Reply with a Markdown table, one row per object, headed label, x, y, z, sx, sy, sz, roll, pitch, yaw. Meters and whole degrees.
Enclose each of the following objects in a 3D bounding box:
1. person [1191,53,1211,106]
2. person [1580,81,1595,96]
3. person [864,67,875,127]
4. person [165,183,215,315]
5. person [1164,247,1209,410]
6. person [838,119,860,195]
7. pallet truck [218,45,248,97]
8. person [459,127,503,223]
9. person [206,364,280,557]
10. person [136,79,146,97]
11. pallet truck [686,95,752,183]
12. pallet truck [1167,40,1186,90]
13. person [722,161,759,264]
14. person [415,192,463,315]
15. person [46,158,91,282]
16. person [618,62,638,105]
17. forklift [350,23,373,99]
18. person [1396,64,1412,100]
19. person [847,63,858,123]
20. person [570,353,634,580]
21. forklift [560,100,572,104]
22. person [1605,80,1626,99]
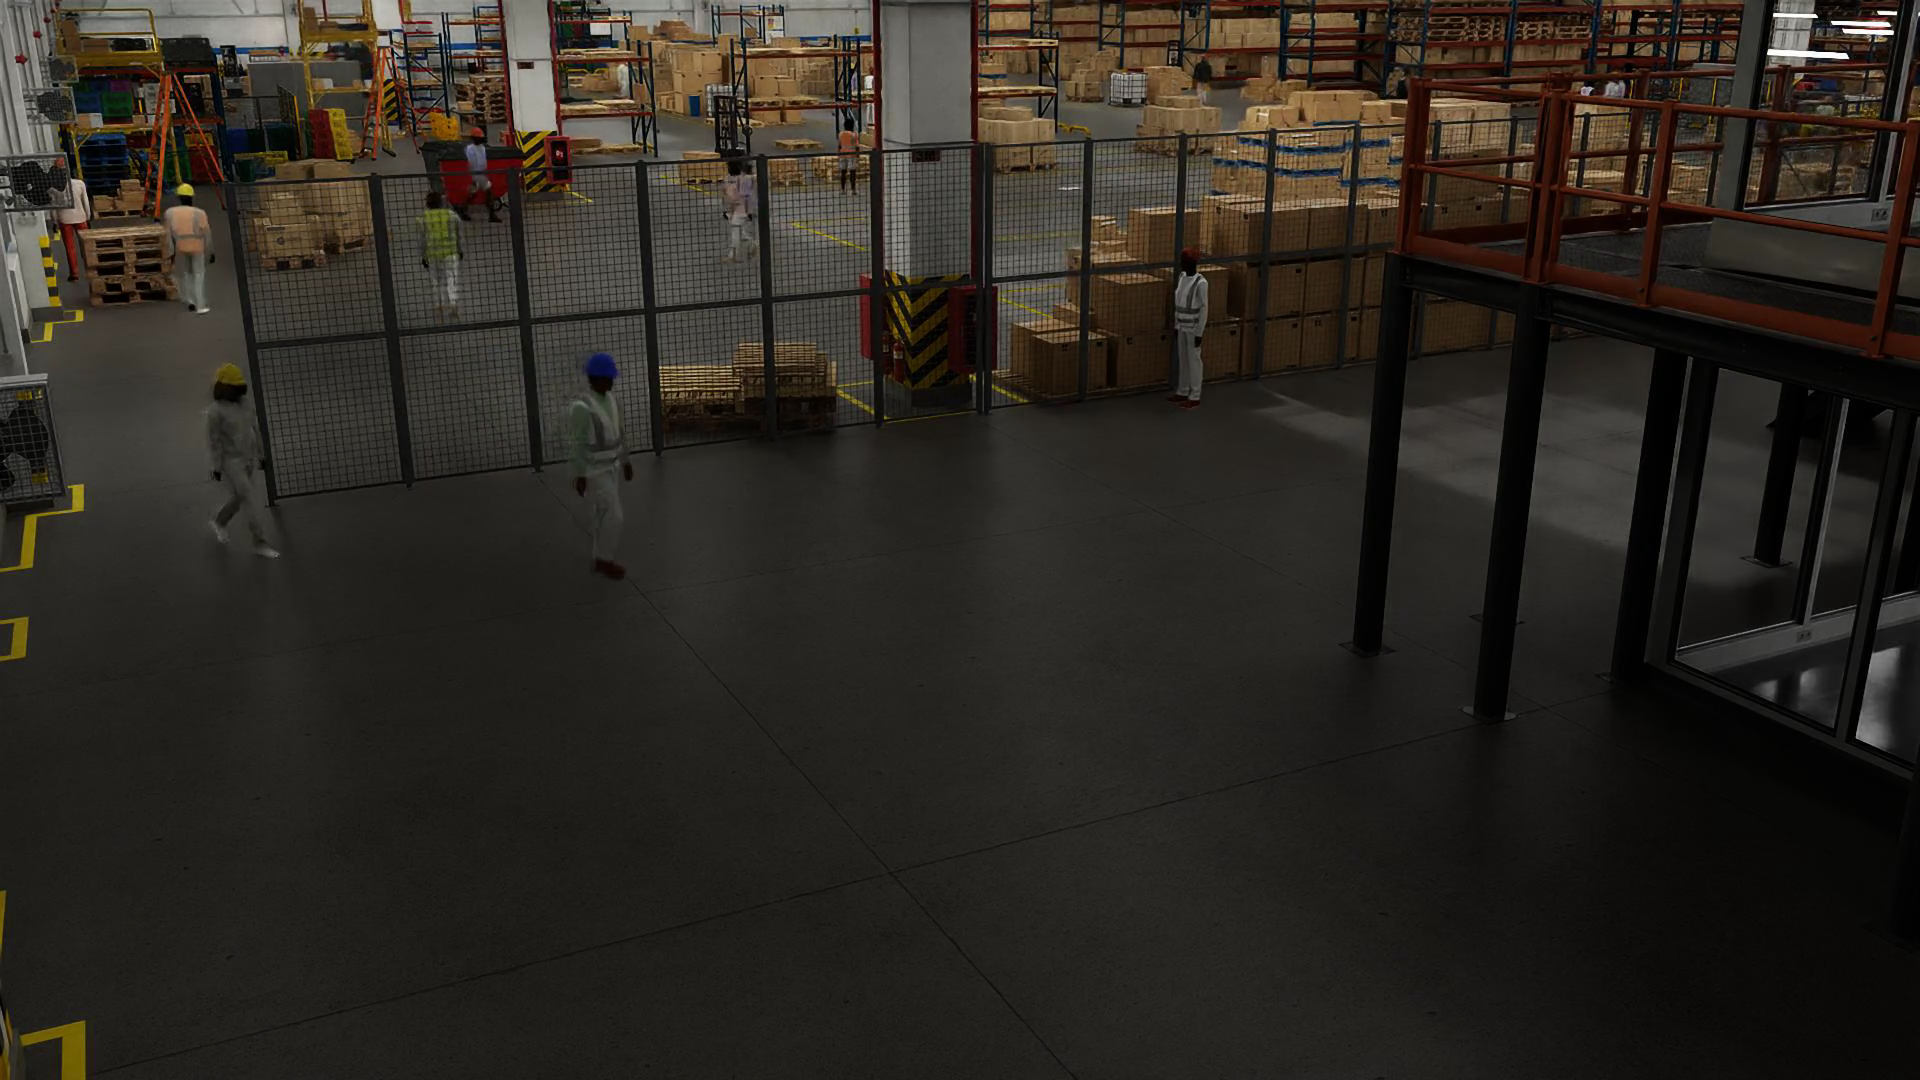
| label | x | y | z | sx | sy | sz | roll | pitch | yaw |
| --- | --- | --- | --- | --- | --- | --- | --- | --- | --- |
| person | 8.743 | -16.622 | 60.233 | 0.647 | 1.963 | 0.461 | -5 | 20 | -14 |
| person | 18.255 | -12.542 | 48.480 | 0.392 | 1.920 | 0.589 | -5 | 20 | -15 |
| person | -2.815 | -14.255 | 53.502 | 0.575 | 1.882 | 0.355 | 15 | 24 | 37 |
| person | -11.360 | -4.300 | 24.600 | 0.619 | 1.906 | 0.491 | -2 | 19 | -5 |
| person | 2.654 | -2.451 | 19.282 | 0.360 | 1.883 | 0.574 | -7 | 20 | -20 |
| person | -2.493 | -8.631 | 37.489 | 0.547 | 1.687 | 0.325 | 7 | 20 | 21 |
| pallet truck | -28.879 | -18.665 | 66.111 | 0.823 | 1.965 | 1.885 | -3 | 19 | -9 |
| person | -9.730 | -7.348 | 33.458 | 0.938 | 1.903 | 0.556 | 8 | 20 | 21 |
| person | -6.359 | -0.717 | 14.524 | 0.794 | 1.714 | 0.489 | 7 | 20 | 20 |
| person | -25.204 | -13.420 | 51.459 | 0.515 | 1.634 | 0.314 | 8 | 21 | 23 |
| pallet truck | -5.836 | -9.608 | 39.856 | 0.823 | 1.965 | 1.885 | 10 | 22 | 27 |
| pallet truck | 9.045 | -19.971 | 69.895 | 0.823 | 1.965 | 1.885 | -3 | 19 | -8 |
| person | -3.845 | -5.757 | 28.976 | 0.637 | 1.820 | 0.853 | 17 | 25 | 40 |
| person | -7.671 | -4.231 | 24.569 | 0.635 | 1.812 | 0.914 | -6 | 20 | -17 |
| person | -14.498 | -5.216 | 27.125 | 0.611 | 1.996 | 0.387 | -16 | 25 | -39 |
| person | -11.661 | -16.044 | 58.644 | 0.644 | 1.898 | 0.919 | -12 | 22 | -31 |
| forklift | -23.248 | -18.699 | 64.874 | 1.129 | 2.768 | 1.873 | 14 | 23 | 35 |
| person | 14.433 | -14.394 | 53.664 | 0.951 | 2.000 | 0.721 | -7 | 20 | -20 |
| person | -3.516 | -14.687 | 54.708 | 0.396 | 1.919 | 0.581 | 2 | 19 | 7 |
| person | -2.920 | -0.602 | 13.842 | 0.538 | 1.928 | 0.644 | 6 | 20 | 17 |
| forklift | -15.608 | -17.638 | 61.798 | 1.873 | 2.768 | 1.129 | -9 | 21 | -25 |
| person | 20.529 | -13.737 | 52.159 | 0.594 | 1.783 | 0.949 | 4 | 19 | 11 |
